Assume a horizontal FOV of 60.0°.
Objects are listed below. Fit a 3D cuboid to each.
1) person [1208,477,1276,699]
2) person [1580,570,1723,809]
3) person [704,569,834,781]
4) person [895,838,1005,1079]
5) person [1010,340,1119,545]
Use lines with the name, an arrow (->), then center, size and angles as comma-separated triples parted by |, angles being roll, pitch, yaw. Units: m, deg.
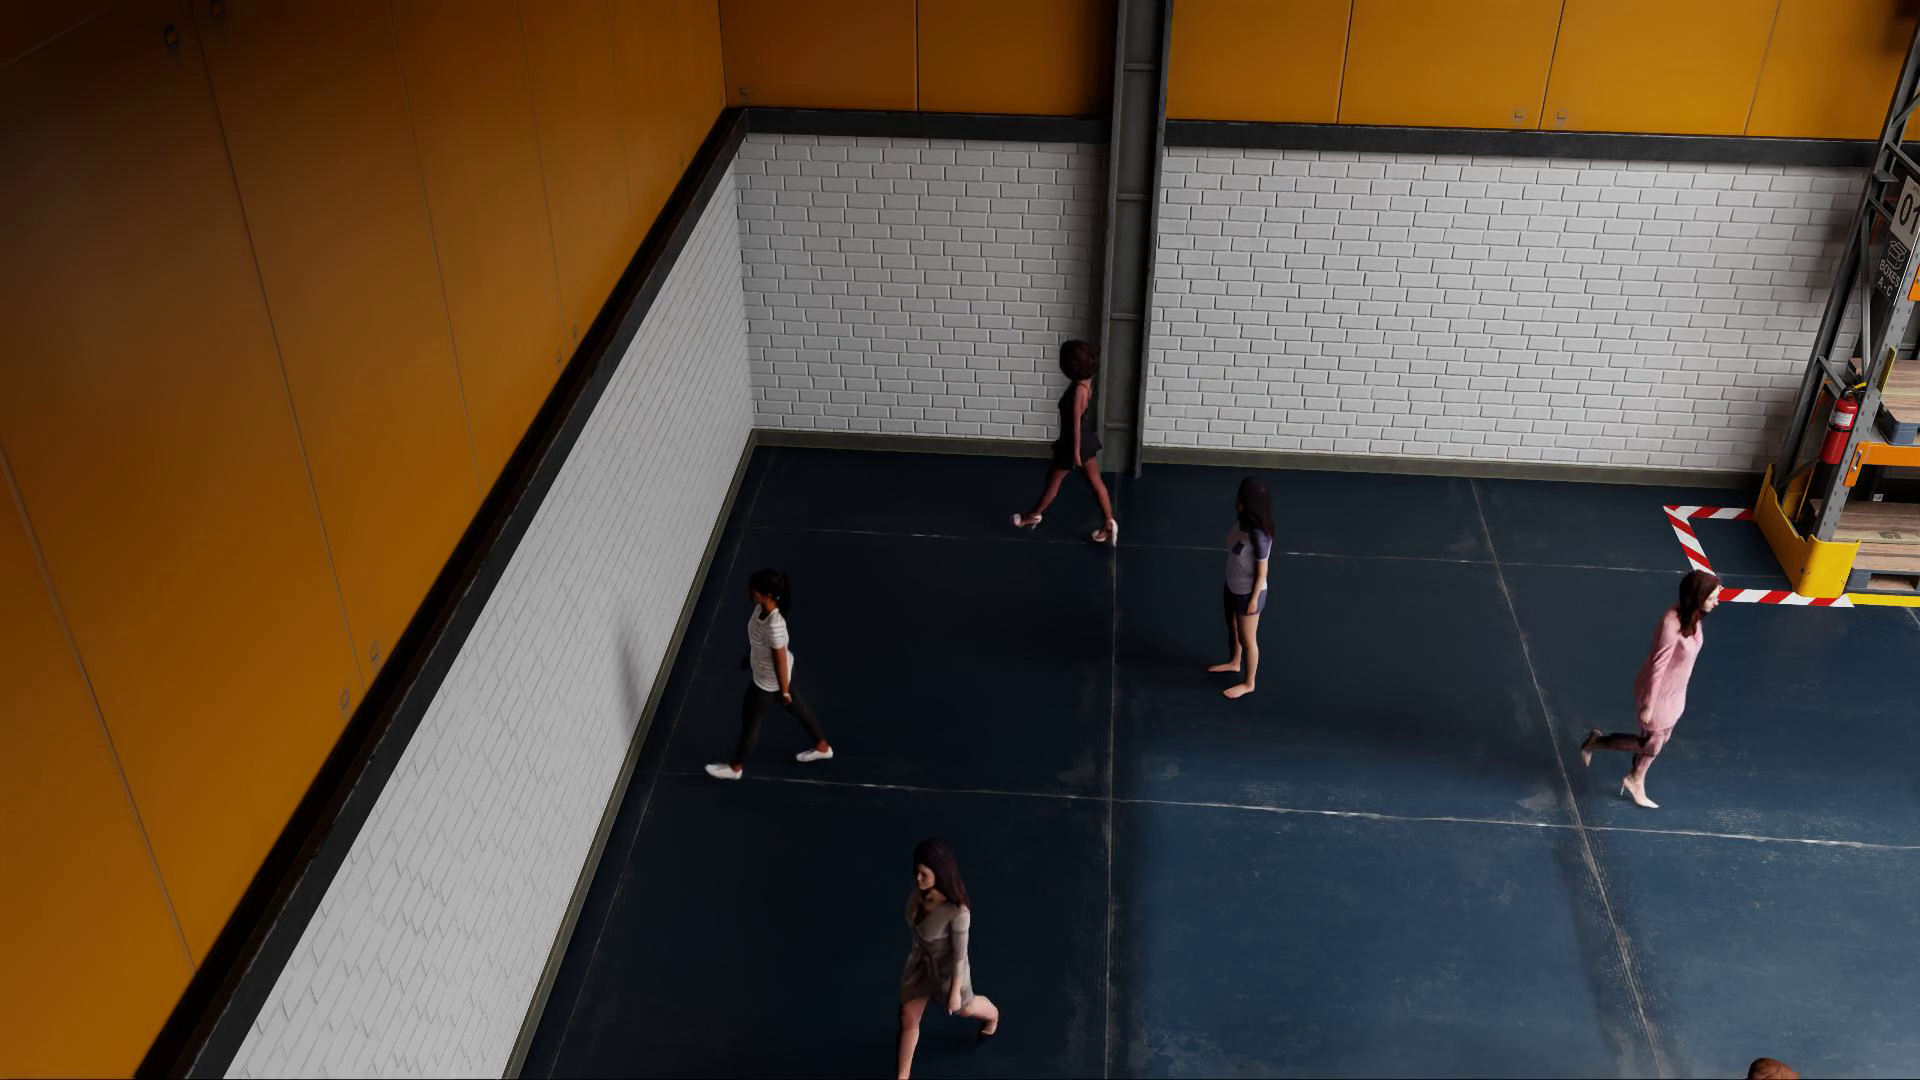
person -> 1.947, 0.312, 11.358 | 0.619, 1.705, 0.654 | -7, 34, -11
person -> 4.283, 0.917, 10.376 | 0.944, 1.785, 0.874 | 28, 43, 35
person -> -1.119, 0.855, 10.637 | 1.103, 1.600, 0.703 | -3, 34, -5
person -> -0.037, 2.173, 8.556 | 1.136, 1.707, 1.091 | -26, 42, -34
person -> 0.985, -0.693, 12.845 | 1.154, 1.732, 0.766 | 11, 35, 16
